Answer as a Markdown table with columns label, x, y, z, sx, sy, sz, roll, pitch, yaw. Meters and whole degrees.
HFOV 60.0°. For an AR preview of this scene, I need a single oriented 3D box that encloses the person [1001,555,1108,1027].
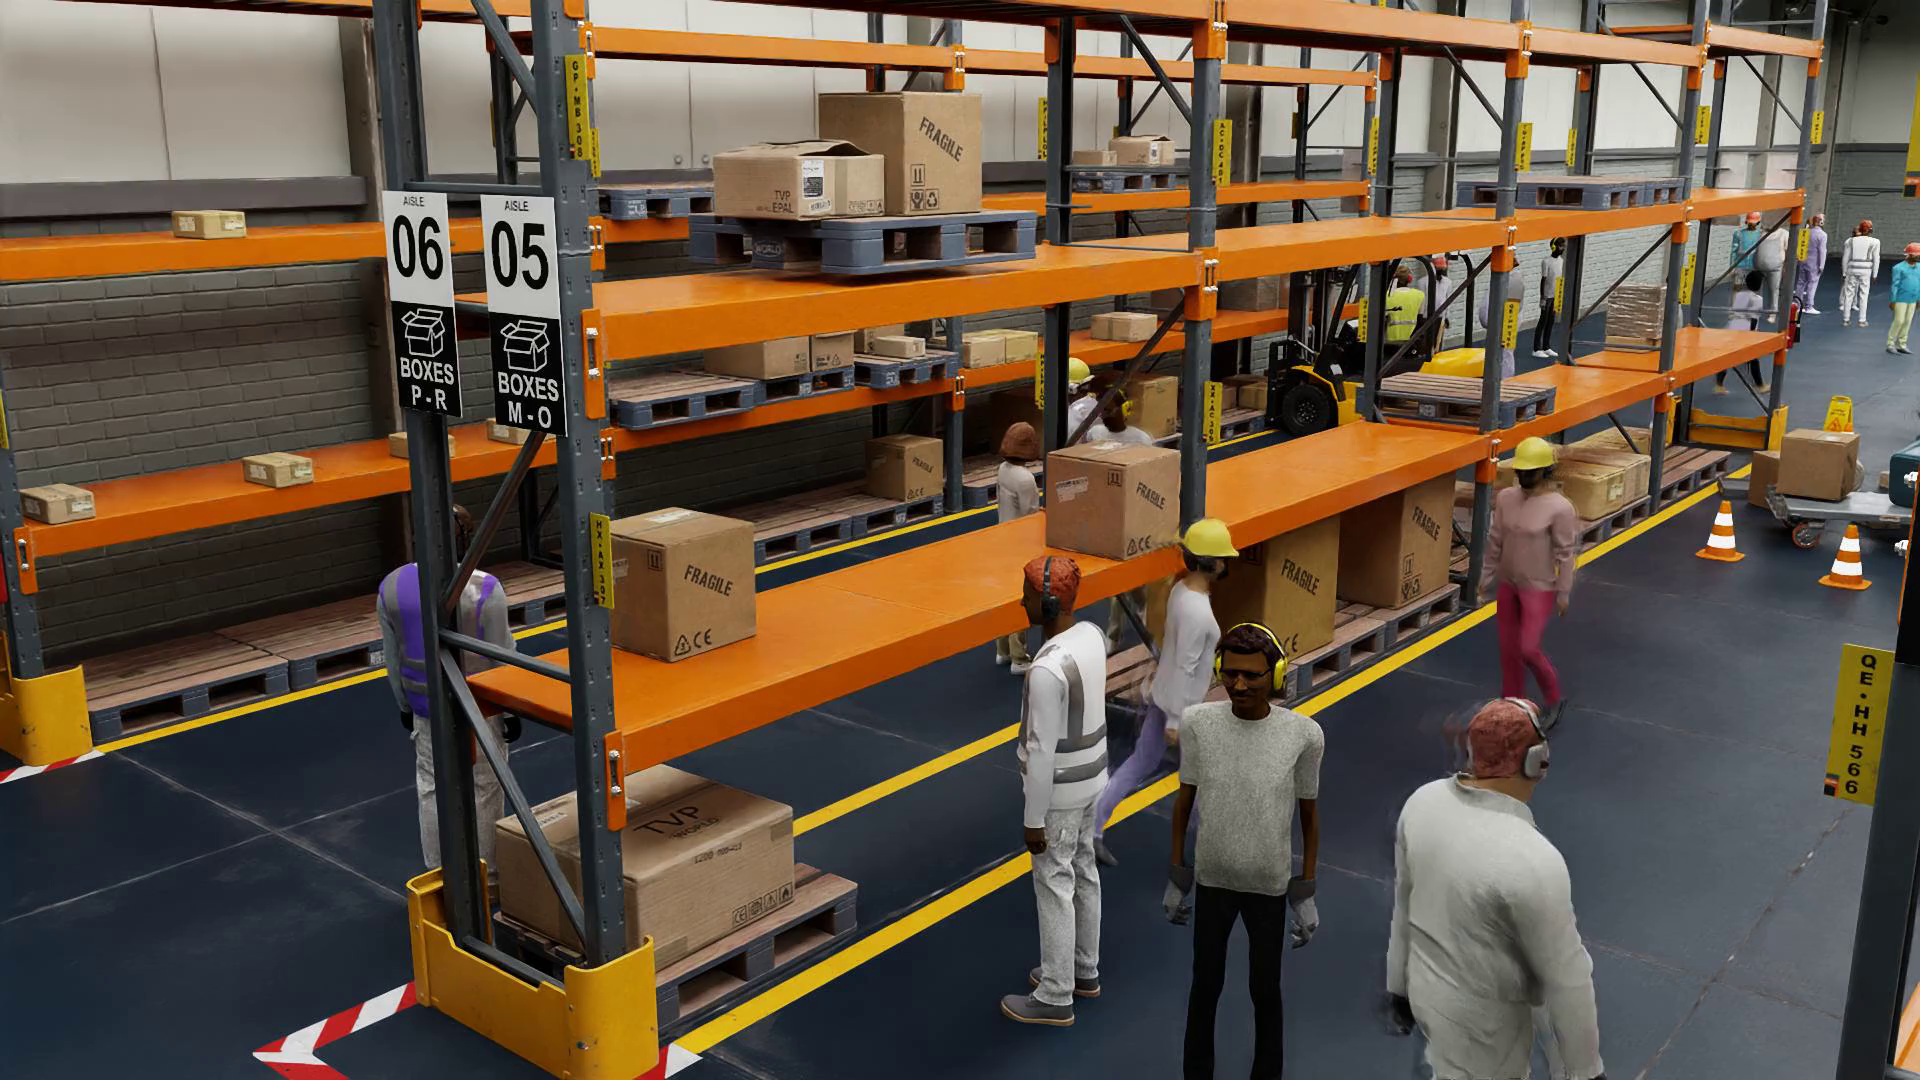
| label | x | y | z | sx | sy | sz | roll | pitch | yaw |
| --- | --- | --- | --- | --- | --- | --- | --- | --- | --- |
| person | 0.384 | 0.969 | 6.462 | 0.359 | 1.880 | 0.575 | 6 | 15 | 24 |

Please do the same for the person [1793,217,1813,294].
| label | x | y | z | sx | sy | sz | roll | pitch | yaw |
| --- | --- | --- | --- | --- | --- | --- | --- | --- | --- |
| person | 18.264 | -6.119 | 35.823 | 0.277 | 1.633 | 0.507 | -4 | 14 | -18 |

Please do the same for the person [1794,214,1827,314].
| label | x | y | z | sx | sy | sz | roll | pitch | yaw |
| --- | --- | --- | --- | --- | --- | --- | --- | --- | --- |
| person | 16.379 | -5.301 | 31.955 | 0.399 | 1.900 | 0.644 | -4 | 14 | -17 |

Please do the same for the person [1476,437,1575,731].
| label | x | y | z | sx | sy | sz | roll | pitch | yaw |
| --- | --- | --- | --- | --- | --- | --- | --- | --- | --- |
| person | 3.248 | 0.267 | 9.571 | 0.360 | 1.755 | 0.536 | -8 | 16 | -30 |

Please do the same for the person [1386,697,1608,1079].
| label | x | y | z | sx | sy | sz | roll | pitch | yaw |
| --- | --- | --- | --- | --- | --- | --- | --- | --- | --- |
| person | 1.587 | 1.377 | 4.801 | 0.769 | 1.871 | 0.672 | -2 | 14 | -9 |

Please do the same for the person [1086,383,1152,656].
| label | x | y | z | sx | sy | sz | roll | pitch | yaw |
| --- | --- | --- | --- | --- | --- | --- | --- | --- | --- |
| person | 1.124 | -0.182 | 11.292 | 0.507 | 1.821 | 0.901 | 12 | 18 | 40 |

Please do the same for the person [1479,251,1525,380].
| label | x | y | z | sx | sy | sz | roll | pitch | yaw |
| --- | --- | --- | --- | --- | --- | --- | --- | --- | --- |
| person | 6.996 | -2.824 | 21.568 | 0.535 | 2.000 | 0.679 | 0 | 14 | 1 |

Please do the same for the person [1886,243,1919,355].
| label | x | y | z | sx | sy | sz | roll | pitch | yaw |
| --- | --- | --- | --- | --- | --- | --- | --- | --- | --- |
| person | 14.846 | -3.780 | 26.083 | 0.570 | 1.741 | 0.354 | -4 | 14 | -18 |

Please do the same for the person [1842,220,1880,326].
| label | x | y | z | sx | sy | sz | roll | pitch | yaw |
| --- | --- | --- | --- | --- | --- | --- | --- | --- | --- |
| person | 16.160 | -4.782 | 29.861 | 0.586 | 1.882 | 0.342 | 12 | 18 | 40 |

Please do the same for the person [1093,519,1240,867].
| label | x | y | z | sx | sy | sz | roll | pitch | yaw |
| --- | --- | --- | --- | --- | --- | --- | --- | --- | --- |
| person | 0.967 | 0.736 | 7.744 | 0.928 | 1.717 | 0.530 | -1 | 14 | -2 |

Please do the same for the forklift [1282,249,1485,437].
| label | x | y | z | sx | sy | sz | roll | pitch | yaw |
| --- | --- | --- | --- | --- | --- | --- | --- | --- | --- |
| forklift | 4.886 | -2.214 | 18.767 | 2.313 | 2.155 | 1.214 | 11 | 18 | 38 |

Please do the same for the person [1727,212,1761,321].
| label | x | y | z | sx | sy | sz | roll | pitch | yaw |
| --- | --- | --- | --- | --- | --- | --- | --- | --- | --- |
| person | 14.489 | -5.039 | 30.602 | 0.605 | 2.033 | 0.392 | 5 | 15 | 19 |

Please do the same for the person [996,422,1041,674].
| label | x | y | z | sx | sy | sz | roll | pitch | yaw |
| --- | --- | --- | --- | --- | --- | --- | --- | --- | --- |
| person | 0.389 | 0.049 | 10.703 | 0.280 | 1.636 | 0.500 | -5 | 15 | -20 |

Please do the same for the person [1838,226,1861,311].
| label | x | y | z | sx | sy | sz | roll | pitch | yaw |
| --- | --- | --- | --- | --- | --- | --- | --- | --- | --- |
| person | 17.445 | -5.298 | 32.466 | 0.515 | 1.641 | 0.308 | -1 | 14 | -5 |

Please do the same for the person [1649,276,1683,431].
| label | x | y | z | sx | sy | sz | roll | pitch | yaw |
| --- | --- | --- | --- | --- | --- | --- | --- | --- | --- |
| person | 8.295 | -2.211 | 19.415 | 0.327 | 1.876 | 0.516 | 8 | 16 | 29 |

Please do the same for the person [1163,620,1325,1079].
| label | x | y | z | sx | sy | sz | roll | pitch | yaw |
| --- | --- | --- | --- | --- | --- | --- | --- | --- | --- |
| person | 0.952 | 1.174 | 5.642 | 0.533 | 1.871 | 0.320 | 4 | 14 | 17 |

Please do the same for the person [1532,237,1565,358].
| label | x | y | z | sx | sy | sz | roll | pitch | yaw |
| --- | --- | --- | --- | --- | --- | --- | --- | --- | --- |
| person | 9.140 | -3.752 | 25.726 | 0.510 | 1.861 | 0.327 | -11 | 18 | -38 |

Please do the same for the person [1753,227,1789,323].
| label | x | y | z | sx | sy | sz | roll | pitch | yaw |
| --- | --- | --- | --- | --- | --- | --- | --- | --- | --- |
| person | 14.770 | -4.997 | 30.413 | 0.685 | 2.000 | 0.535 | 12 | 18 | 41 |

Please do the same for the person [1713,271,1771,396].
| label | x | y | z | sx | sy | sz | roll | pitch | yaw |
| --- | --- | --- | --- | --- | --- | --- | --- | --- | --- |
| person | 10.393 | -2.720 | 21.947 | 0.848 | 1.649 | 0.540 | -4 | 14 | -17 |

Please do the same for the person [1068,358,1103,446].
| label | x | y | z | sx | sy | sz | roll | pitch | yaw |
| --- | --- | --- | --- | --- | --- | --- | --- | --- | --- |
| person | 0.857 | -0.438 | 12.313 | 0.404 | 1.823 | 0.587 | 5 | 15 | 18 |

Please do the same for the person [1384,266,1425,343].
| label | x | y | z | sx | sy | sz | roll | pitch | yaw |
| --- | --- | --- | --- | --- | --- | --- | --- | --- | --- |
| person | 5.380 | -2.420 | 20.340 | 0.564 | 1.837 | 0.388 | -1 | 14 | -4 |

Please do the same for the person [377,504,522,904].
| label | x | y | z | sx | sy | sz | roll | pitch | yaw |
| --- | --- | --- | --- | --- | --- | --- | --- | --- | --- |
| person | -2.247 | 0.738 | 7.475 | 0.631 | 1.843 | 0.429 | 3 | 14 | 12 |

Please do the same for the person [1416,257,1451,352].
| label | x | y | z | sx | sy | sz | roll | pitch | yaw |
| --- | --- | --- | --- | --- | --- | --- | --- | --- | --- |
| person | 6.714 | -3.169 | 23.568 | 0.573 | 1.746 | 0.346 | -5 | 15 | -20 |
